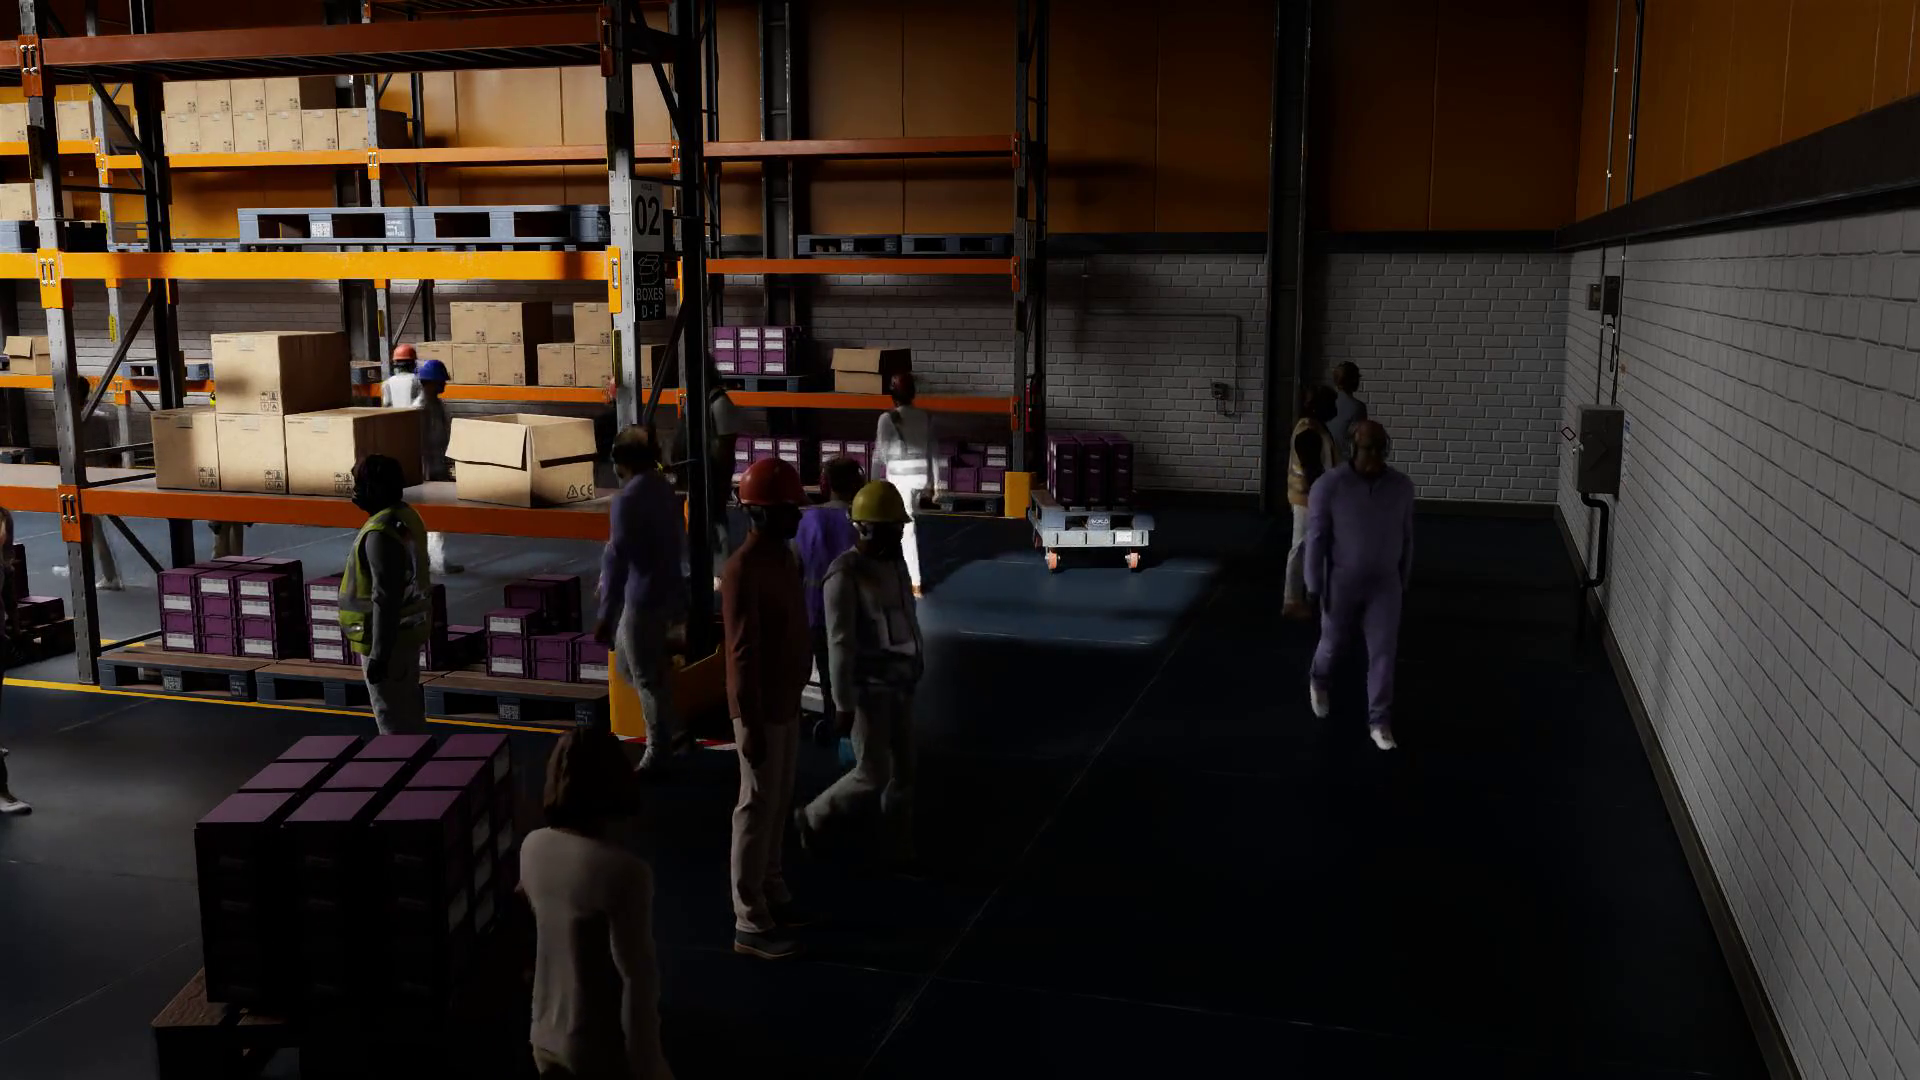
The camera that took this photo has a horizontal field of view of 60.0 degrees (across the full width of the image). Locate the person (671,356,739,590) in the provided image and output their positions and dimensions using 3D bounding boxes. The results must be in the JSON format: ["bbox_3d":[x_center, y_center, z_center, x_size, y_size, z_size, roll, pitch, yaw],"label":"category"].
[{"bbox_3d":[-2.201,-0.598,14.212,0.535,2.000,0.705,-7,12,-37],"label":"person"}]

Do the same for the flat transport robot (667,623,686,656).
[{"bbox_3d":[-1.509,0.740,11.434,1.431,0.197,0.652,3,10,16],"label":"flat transport robot"}]

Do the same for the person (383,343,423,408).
[{"bbox_3d":[-5.990,-1.182,18.133,0.586,1.920,0.669,3,10,15],"label":"person"}]

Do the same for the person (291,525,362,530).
[{"bbox_3d":[-6.534,-1.037,17.360,1.012,1.895,0.626,1,9,3],"label":"person"}]

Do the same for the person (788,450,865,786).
[{"bbox_3d":[-0.618,0.436,8.672,0.576,1.803,0.947,1,9,7],"label":"person"}]

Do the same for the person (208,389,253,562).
[{"bbox_3d":[-5.535,-0.249,12.621,0.333,1.866,0.515,1,9,6],"label":"person"}]

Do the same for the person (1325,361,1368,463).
[{"bbox_3d":[3.311,-0.572,14.355,0.362,1.939,0.636,-4,10,-24],"label":"person"}]

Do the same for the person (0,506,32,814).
[{"bbox_3d":[-4.879,0.449,8.173,0.386,1.928,0.589,5,10,27],"label":"person"}]

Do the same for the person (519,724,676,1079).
[{"bbox_3d":[-0.869,1.255,4.216,0.514,1.608,0.600,7,12,38],"label":"person"}]

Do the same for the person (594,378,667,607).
[{"bbox_3d":[-2.653,-0.349,13.061,0.669,1.929,1.067,-9,13,-44],"label":"person"}]

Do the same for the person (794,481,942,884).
[{"bbox_3d":[-0.406,0.635,7.360,0.596,1.814,0.614,5,10,26],"label":"person"}]

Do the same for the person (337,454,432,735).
[{"bbox_3d":[-2.806,0.496,8.144,0.429,1.842,0.634,-1,9,-9],"label":"person"}]

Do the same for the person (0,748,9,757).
[{"bbox_3d":[-5.742,0.286,9.299,0.763,1.886,0.649,1,9,7],"label":"person"}]

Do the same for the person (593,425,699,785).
[{"bbox_3d":[-1.677,0.355,8.801,0.429,1.914,0.676,1,9,3],"label":"person"}]

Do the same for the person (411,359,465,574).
[{"bbox_3d":[-4.693,-0.647,14.822,0.445,1.935,0.643,-1,9,-4],"label":"person"}]

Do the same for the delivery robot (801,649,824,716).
[{"bbox_3d":[-0.831,0.822,9.786,0.707,0.478,0.477,8,12,40],"label":"delivery robot"}]

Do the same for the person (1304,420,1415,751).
[{"bbox_3d":[2.323,0.220,9.743,0.654,1.879,0.887,-1,9,-5],"label":"person"}]

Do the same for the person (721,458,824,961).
[{"bbox_3d":[-0.754,0.661,6.672,0.384,1.993,0.623,1,9,9],"label":"person"}]

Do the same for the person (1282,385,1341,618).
[{"bbox_3d":[2.815,-0.295,13.050,0.482,1.841,0.638,3,10,20],"label":"person"}]

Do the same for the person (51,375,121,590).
[{"bbox_3d":[-7.559,-0.485,14.177,0.907,1.834,0.516,3,10,15],"label":"person"}]

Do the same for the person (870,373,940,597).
[{"bbox_3d":[-0.499,-0.468,13.952,0.659,1.862,0.592,9,13,44],"label":"person"}]
